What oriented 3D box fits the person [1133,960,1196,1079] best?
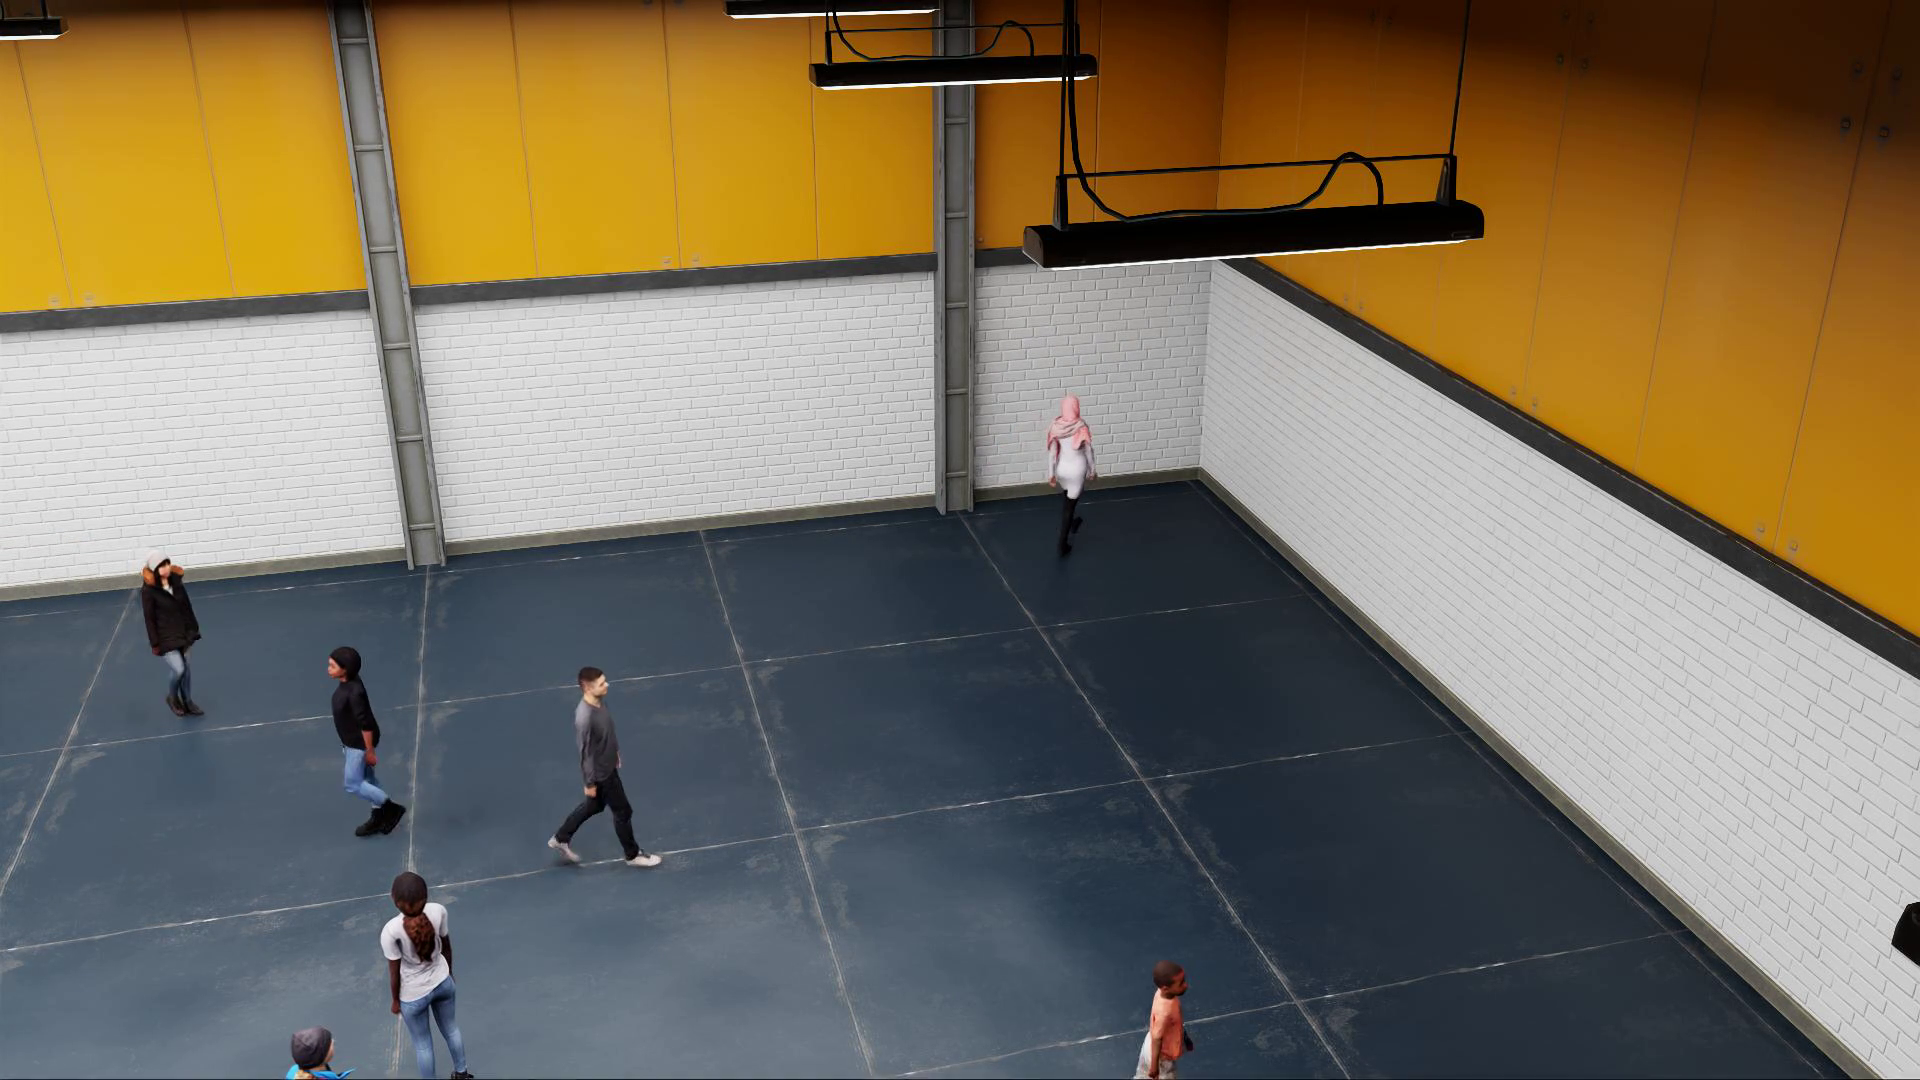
[{"bbox_3d":[1.172,3.105,10.160,0.932,1.281,0.749,5,24,12],"label":"person"}]

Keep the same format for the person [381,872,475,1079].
[{"bbox_3d":[-3.317,2.791,10.332,0.730,1.719,0.630,20,31,38],"label":"person"}]

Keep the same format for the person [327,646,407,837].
[{"bbox_3d":[-4.637,1.584,13.132,0.696,1.689,0.617,-11,26,-23],"label":"person"}]

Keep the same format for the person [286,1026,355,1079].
[{"bbox_3d":[-3.378,3.361,8.935,0.684,1.795,0.724,16,28,32],"label":"person"}]

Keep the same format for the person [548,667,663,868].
[{"bbox_3d":[-2.826,1.749,12.697,1.145,1.735,0.744,-2,24,-5],"label":"person"}]

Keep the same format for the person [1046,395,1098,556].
[{"bbox_3d":[1.187,-0.681,18.210,1.069,1.772,1.117,12,26,26],"label":"person"}]

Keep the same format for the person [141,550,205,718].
[{"bbox_3d":[-7.122,0.833,14.922,0.789,1.630,0.749,10,25,21],"label":"person"}]
